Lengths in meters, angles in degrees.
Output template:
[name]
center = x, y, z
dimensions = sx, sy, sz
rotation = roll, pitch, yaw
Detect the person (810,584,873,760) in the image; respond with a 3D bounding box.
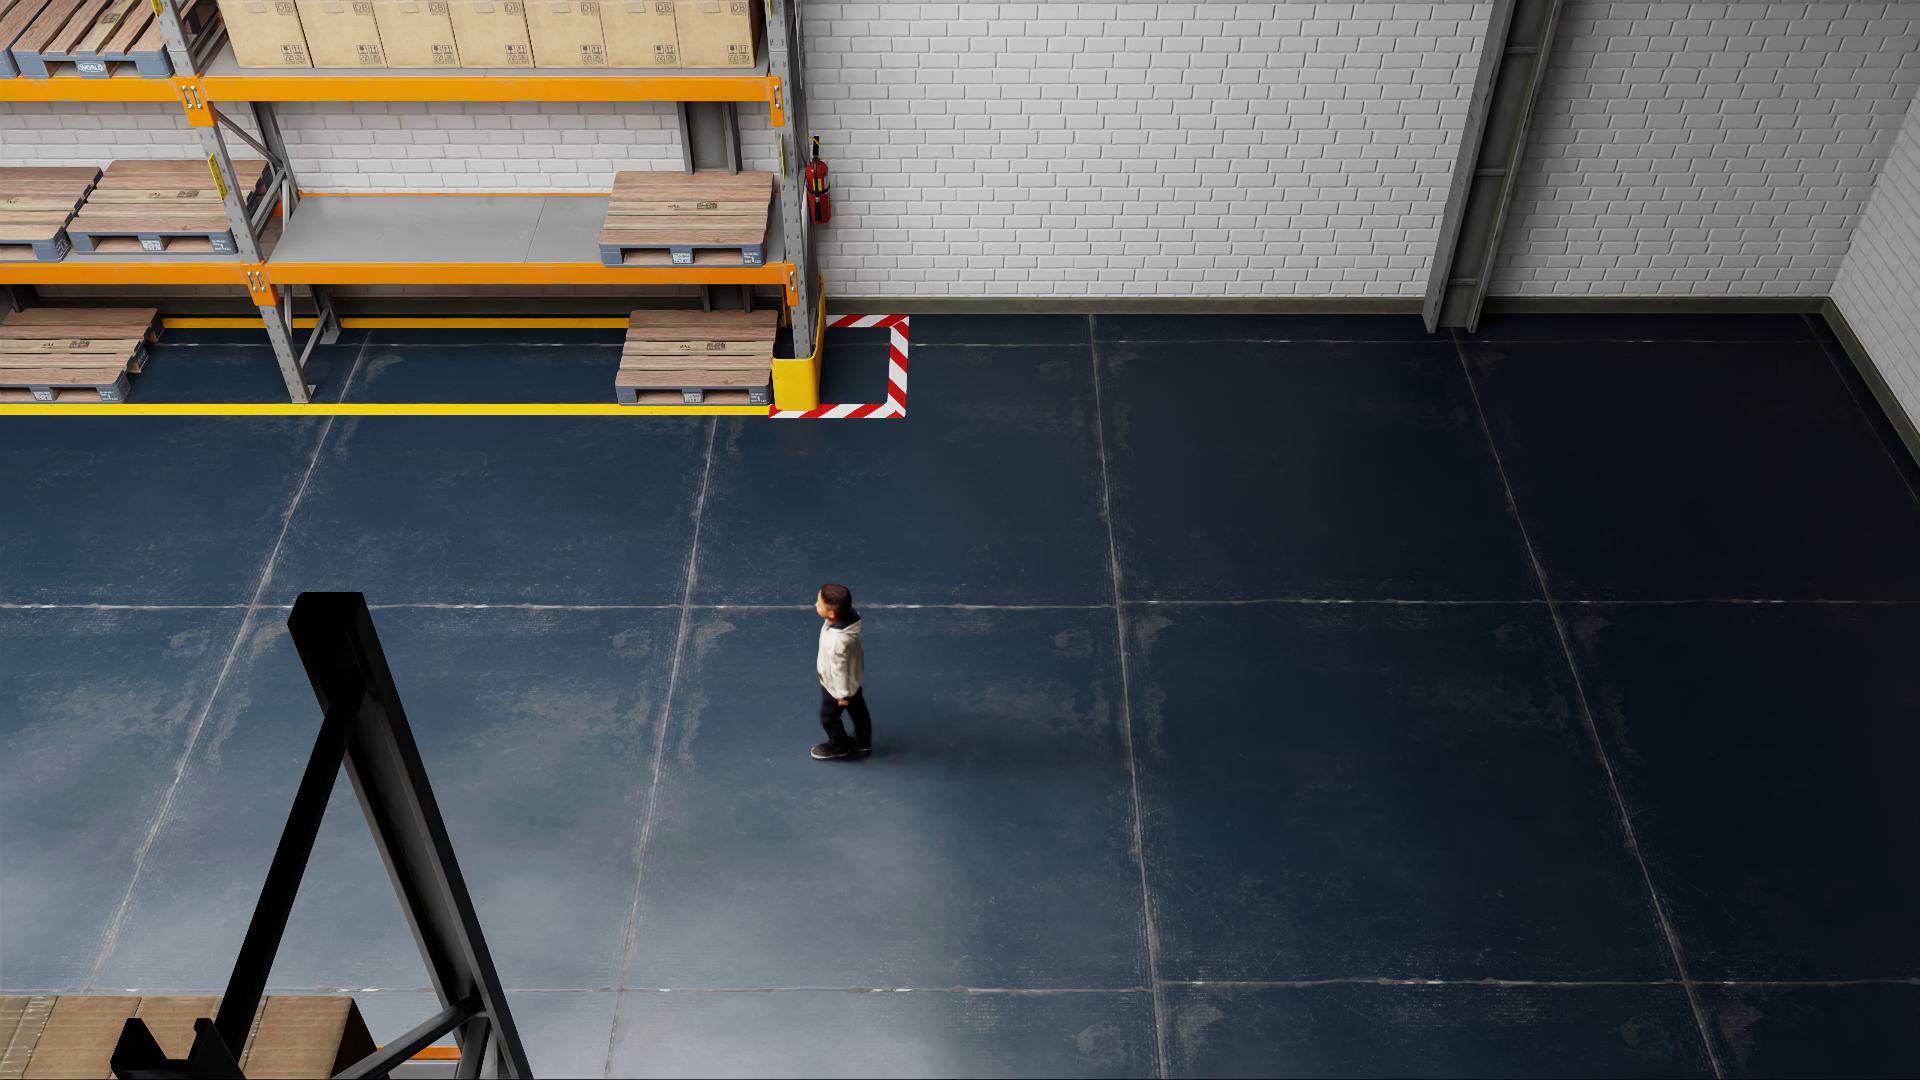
[person]
center = -0.649, 0.814, 10.100
dimensions = 0.620, 1.441, 0.606
rotation = 3, 44, 3
